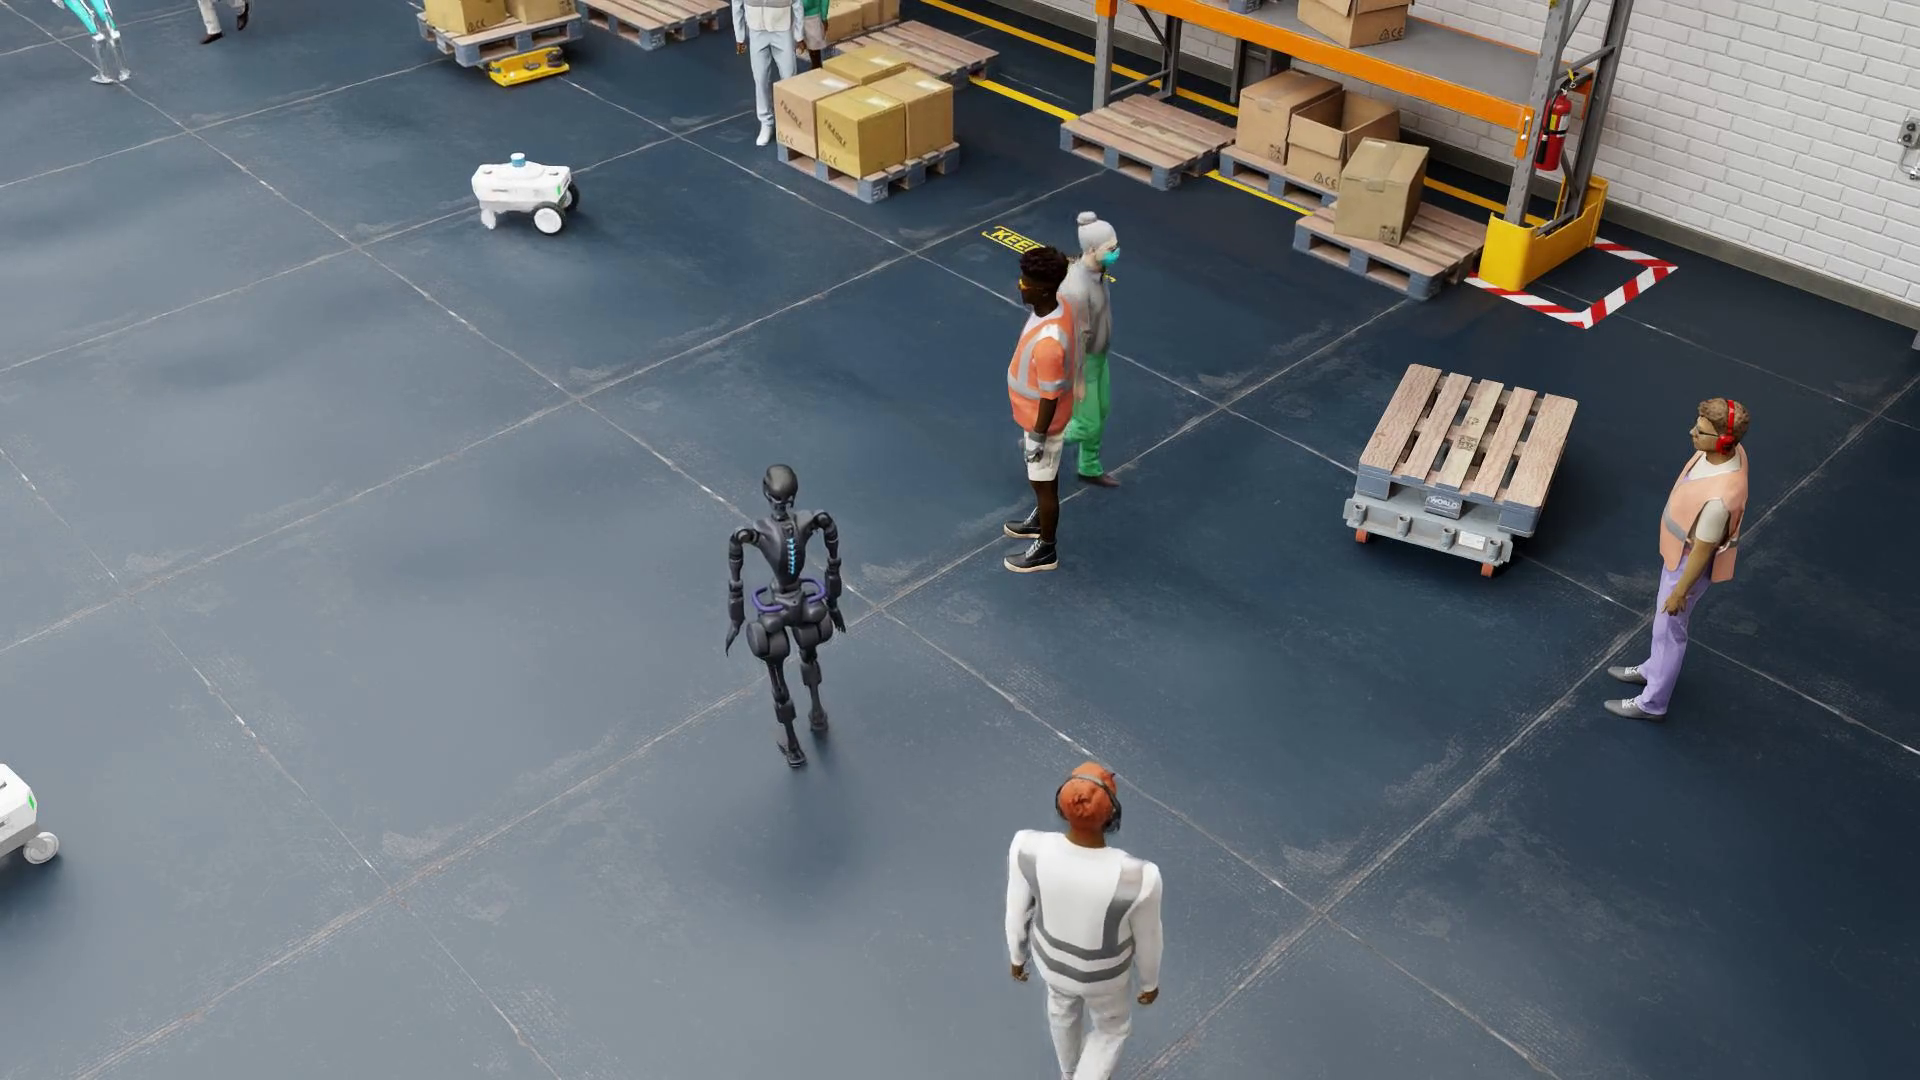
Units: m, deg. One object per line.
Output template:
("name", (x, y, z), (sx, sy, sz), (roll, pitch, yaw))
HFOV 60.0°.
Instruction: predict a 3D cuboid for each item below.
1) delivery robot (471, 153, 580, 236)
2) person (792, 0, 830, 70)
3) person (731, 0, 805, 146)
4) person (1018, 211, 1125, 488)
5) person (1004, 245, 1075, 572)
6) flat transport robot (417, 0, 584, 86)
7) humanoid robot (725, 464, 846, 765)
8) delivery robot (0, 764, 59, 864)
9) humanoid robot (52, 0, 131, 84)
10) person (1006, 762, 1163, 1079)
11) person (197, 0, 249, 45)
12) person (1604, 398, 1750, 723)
("delivery robot", (-3.357, -2.698, 12.852), (0.747, 0.576, 0.499), (2, 37, 2))
("person", (-1.363, -4.515, 14.206), (0.508, 1.844, 0.381), (-2, 37, -3))
("person", (-1.574, -4.202, 13.743), (0.596, 1.906, 0.408), (3, 37, 4))
("person", (0.690, -1.070, 9.653), (0.552, 1.826, 0.520), (13, 39, 17))
("person", (0.433, -0.707, 9.063), (0.368, 1.967, 0.605), (2, 37, 2))
("flat transport robot", (-4.306, -4.633, 15.667), (0.659, 0.231, 1.431), (-25, 44, -29))
("humanoid robot", (-0.836, 0.348, 7.903), (0.592, 1.650, 0.406), (-15, 40, -19))
("delivery robot", (-4.561, 1.387, 7.476), (0.499, 0.614, 0.791), (26, 44, 30))
("humanoid robot", (-7.788, -4.923, 14.798), (0.709, 1.743, 0.539), (29, 46, 32))
("person", (0.435, 1.575, 6.125), (0.583, 1.865, 0.699), (16, 40, 20))
("person", (-7.152, -5.569, 15.666), (0.592, 1.761, 0.490), (11, 38, 14))
("person", (3.545, 0.114, 8.083), (0.387, 1.839, 0.559), (13, 39, 16))
